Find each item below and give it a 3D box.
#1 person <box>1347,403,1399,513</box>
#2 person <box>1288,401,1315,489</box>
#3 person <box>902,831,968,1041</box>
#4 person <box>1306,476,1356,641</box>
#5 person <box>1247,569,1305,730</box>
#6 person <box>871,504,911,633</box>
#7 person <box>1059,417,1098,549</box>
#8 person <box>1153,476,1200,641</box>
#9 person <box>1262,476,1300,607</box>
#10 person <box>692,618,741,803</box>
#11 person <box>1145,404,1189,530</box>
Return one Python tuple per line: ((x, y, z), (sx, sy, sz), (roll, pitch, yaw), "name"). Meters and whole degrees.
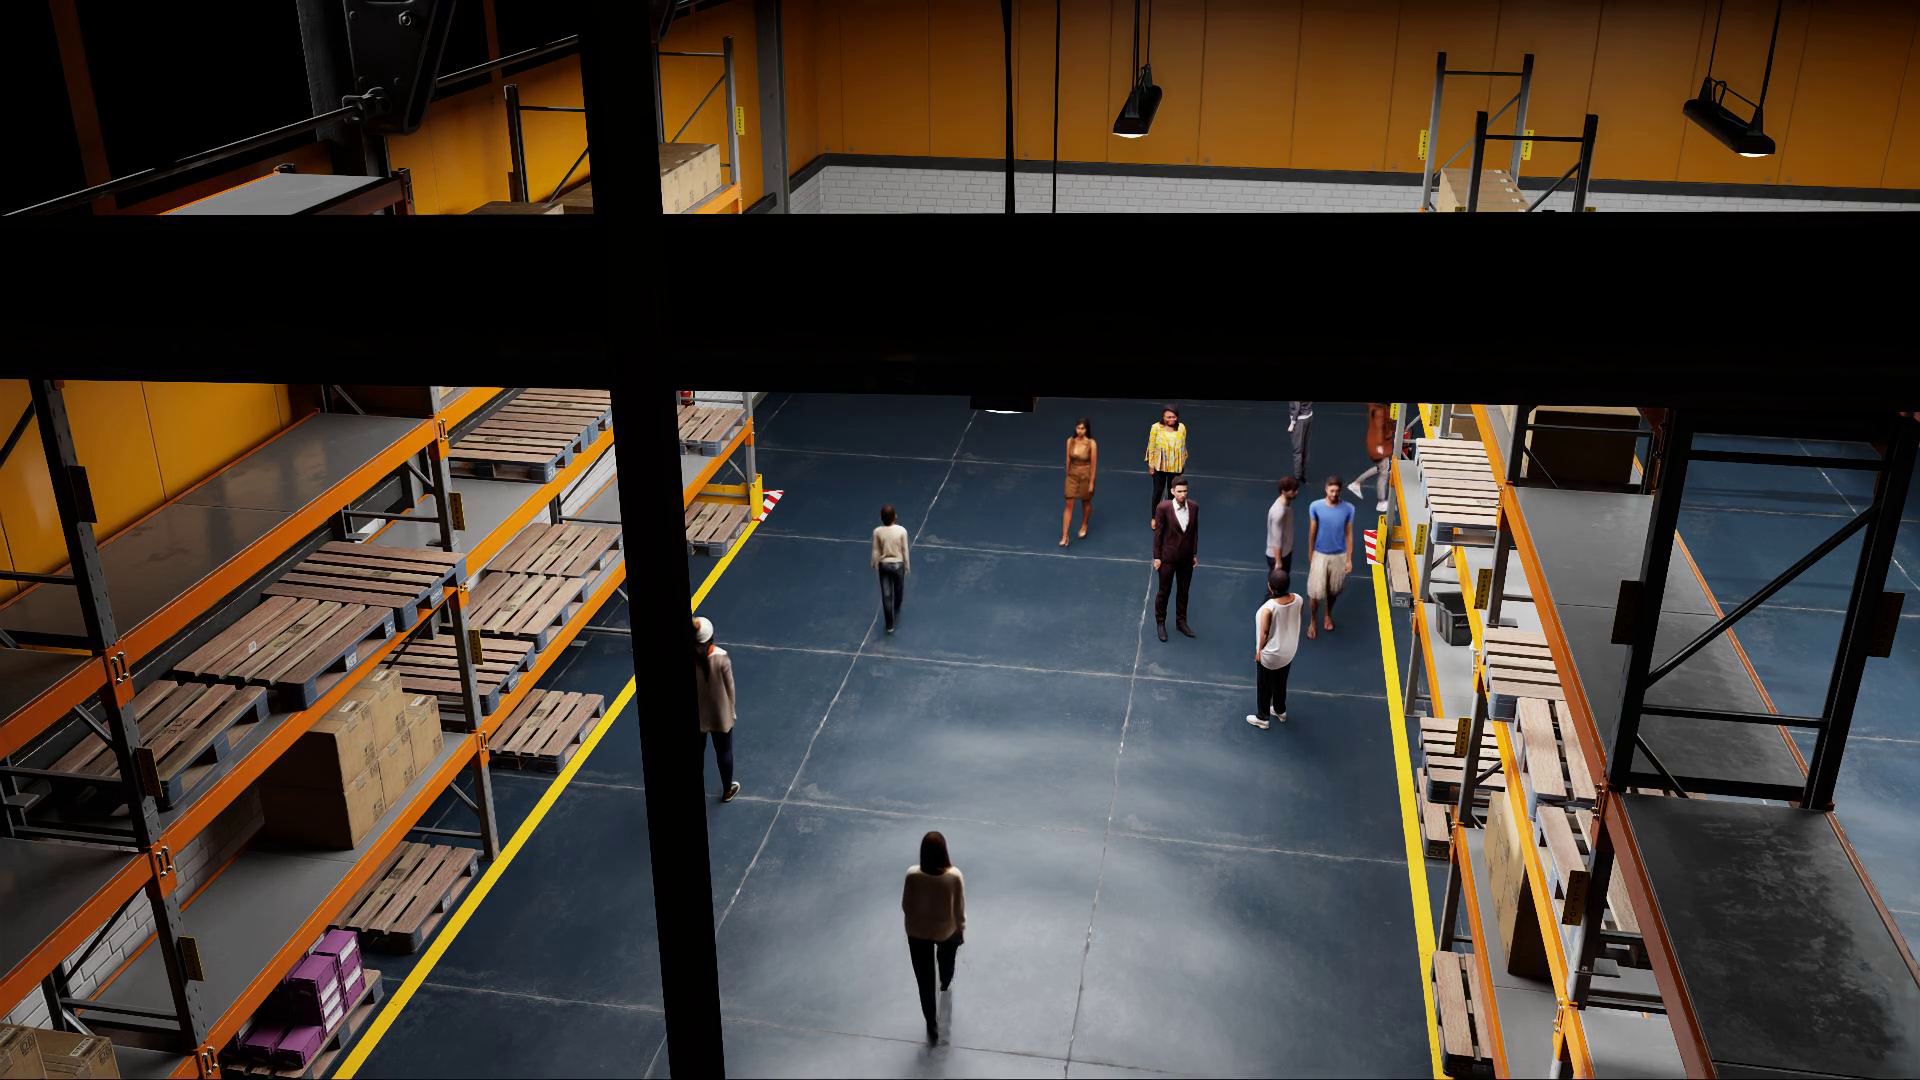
((5.386, -1.255, 21.531), (0.808, 1.823, 0.858), (6, 24, 13), "person")
((4.584, -1.580, 22.326), (0.717, 1.782, 0.607), (20, 30, 37), "person")
((-0.199, 2.924, 12.177), (0.717, 1.657, 1.001), (1, 24, 2), "person")
((4.073, 0.124, 18.355), (0.651, 1.840, 0.823), (2, 24, 6), "person")
((3.101, 1.053, 16.420), (0.758, 1.688, 0.812), (-15, 28, -30), "person")
((-0.766, 0.336, 18.373), (0.723, 1.437, 0.996), (-1, 24, -3), "person")
((1.529, -0.757, 20.606), (0.704, 1.651, 1.061), (9, 25, 20), "person")
((2.366, 0.168, 18.223), (0.778, 1.865, 0.768), (-7, 25, -16), "person")
((3.505, 0.143, 18.314), (0.763, 1.839, 0.568), (10, 25, 21), "person")
((-2.304, 1.519, 15.100), (0.721, 1.890, 0.707), (0, 24, 1), "person")
((2.620, -0.938, 21.016), (0.839, 1.654, 0.883), (-5, 24, -12), "person")
